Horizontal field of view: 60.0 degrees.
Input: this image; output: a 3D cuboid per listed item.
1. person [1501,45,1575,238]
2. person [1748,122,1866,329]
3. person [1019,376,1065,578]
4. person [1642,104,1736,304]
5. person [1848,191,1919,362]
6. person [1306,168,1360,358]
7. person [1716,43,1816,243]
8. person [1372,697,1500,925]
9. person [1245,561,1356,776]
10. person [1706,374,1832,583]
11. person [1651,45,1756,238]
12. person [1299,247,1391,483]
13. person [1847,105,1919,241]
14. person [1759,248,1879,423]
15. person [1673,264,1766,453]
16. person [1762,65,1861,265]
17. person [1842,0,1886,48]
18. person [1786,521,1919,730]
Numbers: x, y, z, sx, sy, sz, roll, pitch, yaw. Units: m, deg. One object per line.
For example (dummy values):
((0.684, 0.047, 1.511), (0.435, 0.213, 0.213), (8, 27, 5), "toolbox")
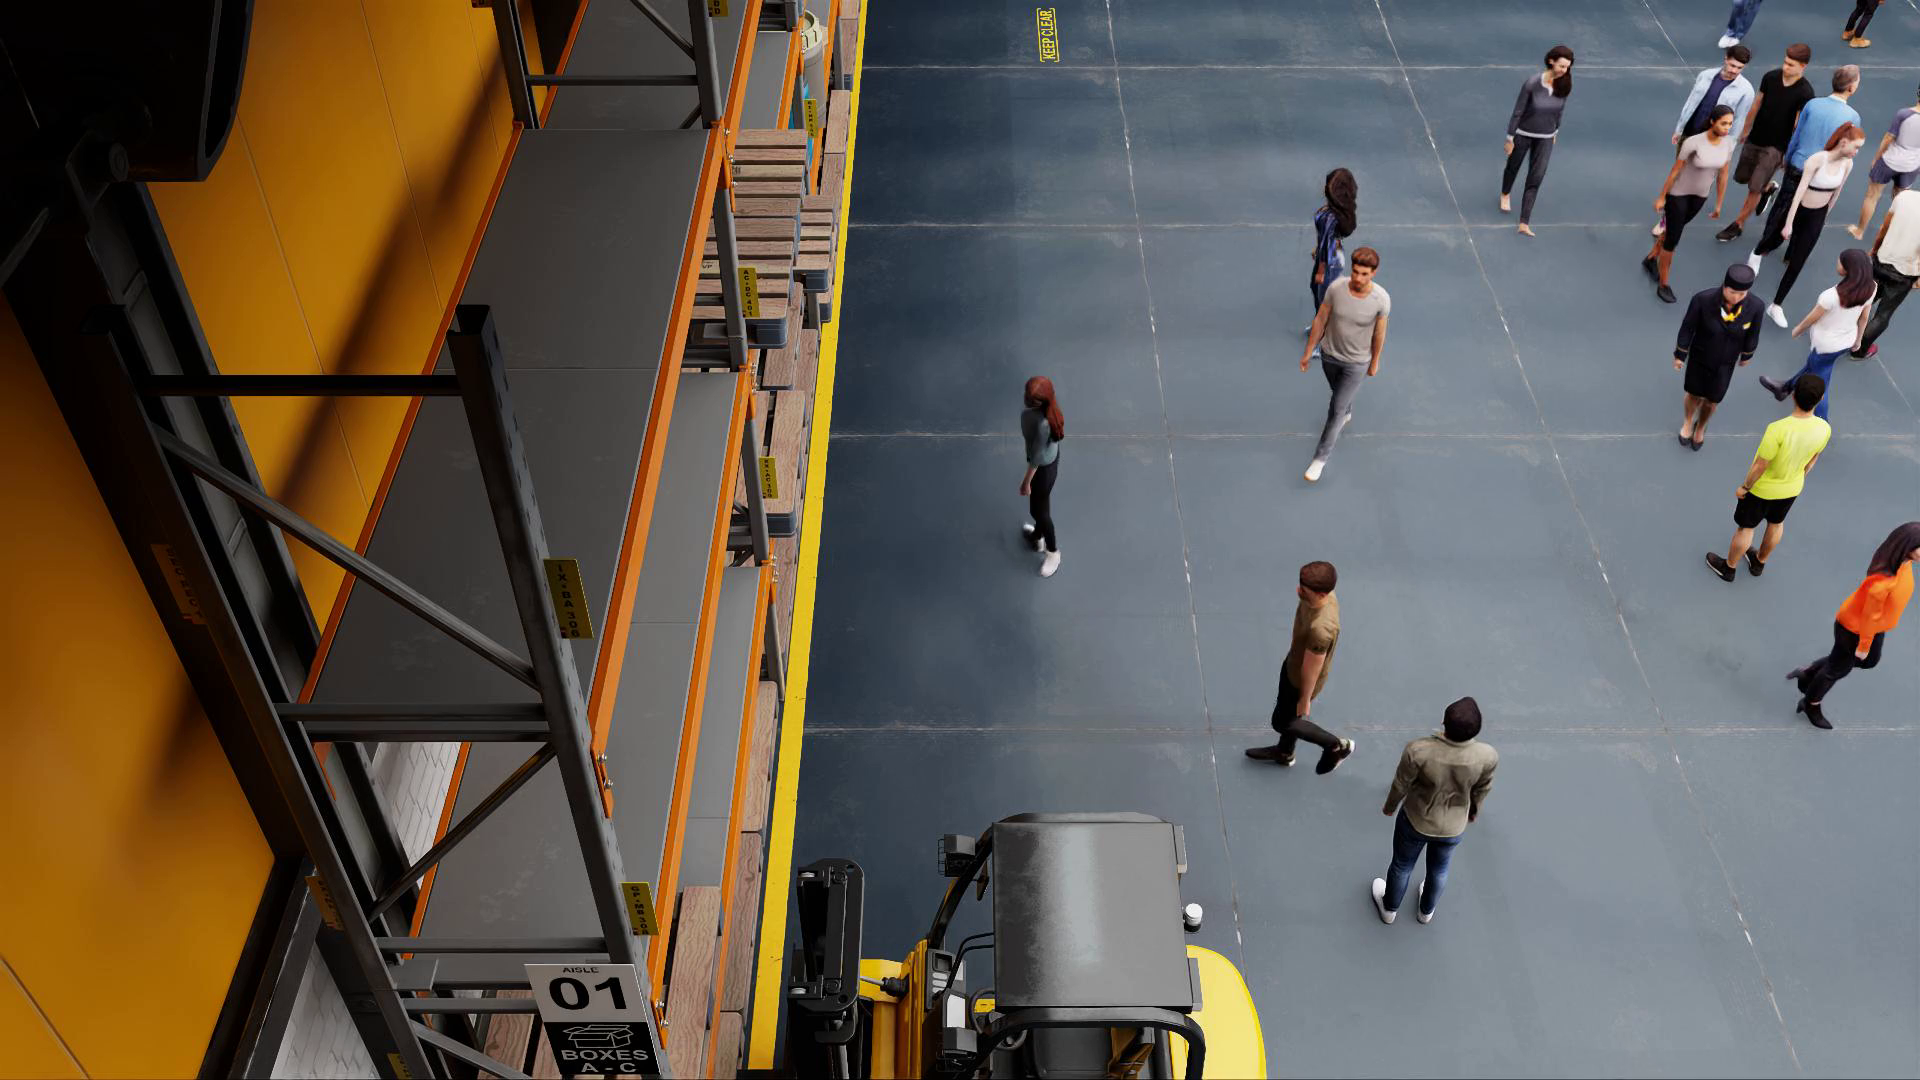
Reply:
((5.068, -3.635, 14.811), (0.666, 1.718, 1.046), (-1, 44, -1), "person")
((6.974, -2.727, 13.876), (0.618, 1.694, 1.192), (3, 44, 3), "person")
((0.563, -0.558, 11.584), (0.786, 1.715, 0.516), (13, 45, 14), "person")
((6.112, -2.945, 14.084), (0.742, 1.722, 0.981), (-7, 44, -7), "person")
((7.382, -2.169, 13.219), (0.876, 1.792, 0.808), (-22, 48, -21), "person")
((2.992, -2.244, 13.430), (0.780, 1.610, 0.591), (0, 44, 0), "person")
((7.169, -3.509, 14.593), (1.053, 1.838, 1.077), (-24, 48, -23), "person")
((2.638, 1.541, 9.272), (0.707, 1.865, 0.592), (3, 44, 3), "person")
((2.172, 0.817, 10.053), (0.788, 1.836, 0.838), (6, 44, 6), "person")
((5.614, -0.404, 11.429), (0.647, 1.706, 0.574), (-5, 44, -5), "person")
((6.608, -3.571, 14.703), (1.156, 1.775, 1.168), (-27, 50, -25), "person")
((2.899, -1.416, 12.389), (1.100, 1.846, 1.300), (24, 49, 23), "person")
((8.261, -3.343, 14.617), (0.615, 1.564, 0.581), (2, 44, 3), "person")
((6.593, -1.392, 12.518), (0.895, 1.634, 1.101), (-13, 45, -14), "person")
((5.680, -1.421, 12.539), (0.818, 1.647, 0.808), (15, 46, 15), "person")
((7.340, -3.225, 14.316), (0.793, 1.809, 0.734), (-34, 53, -31), "person")
((9.587, -5.793, 17.436), (0.562, 1.223, 0.409), (-2, 44, -2), "person")
((5.572, 0.499, 10.456), (0.833, 1.739, 0.772), (33, 52, 30), "person")
